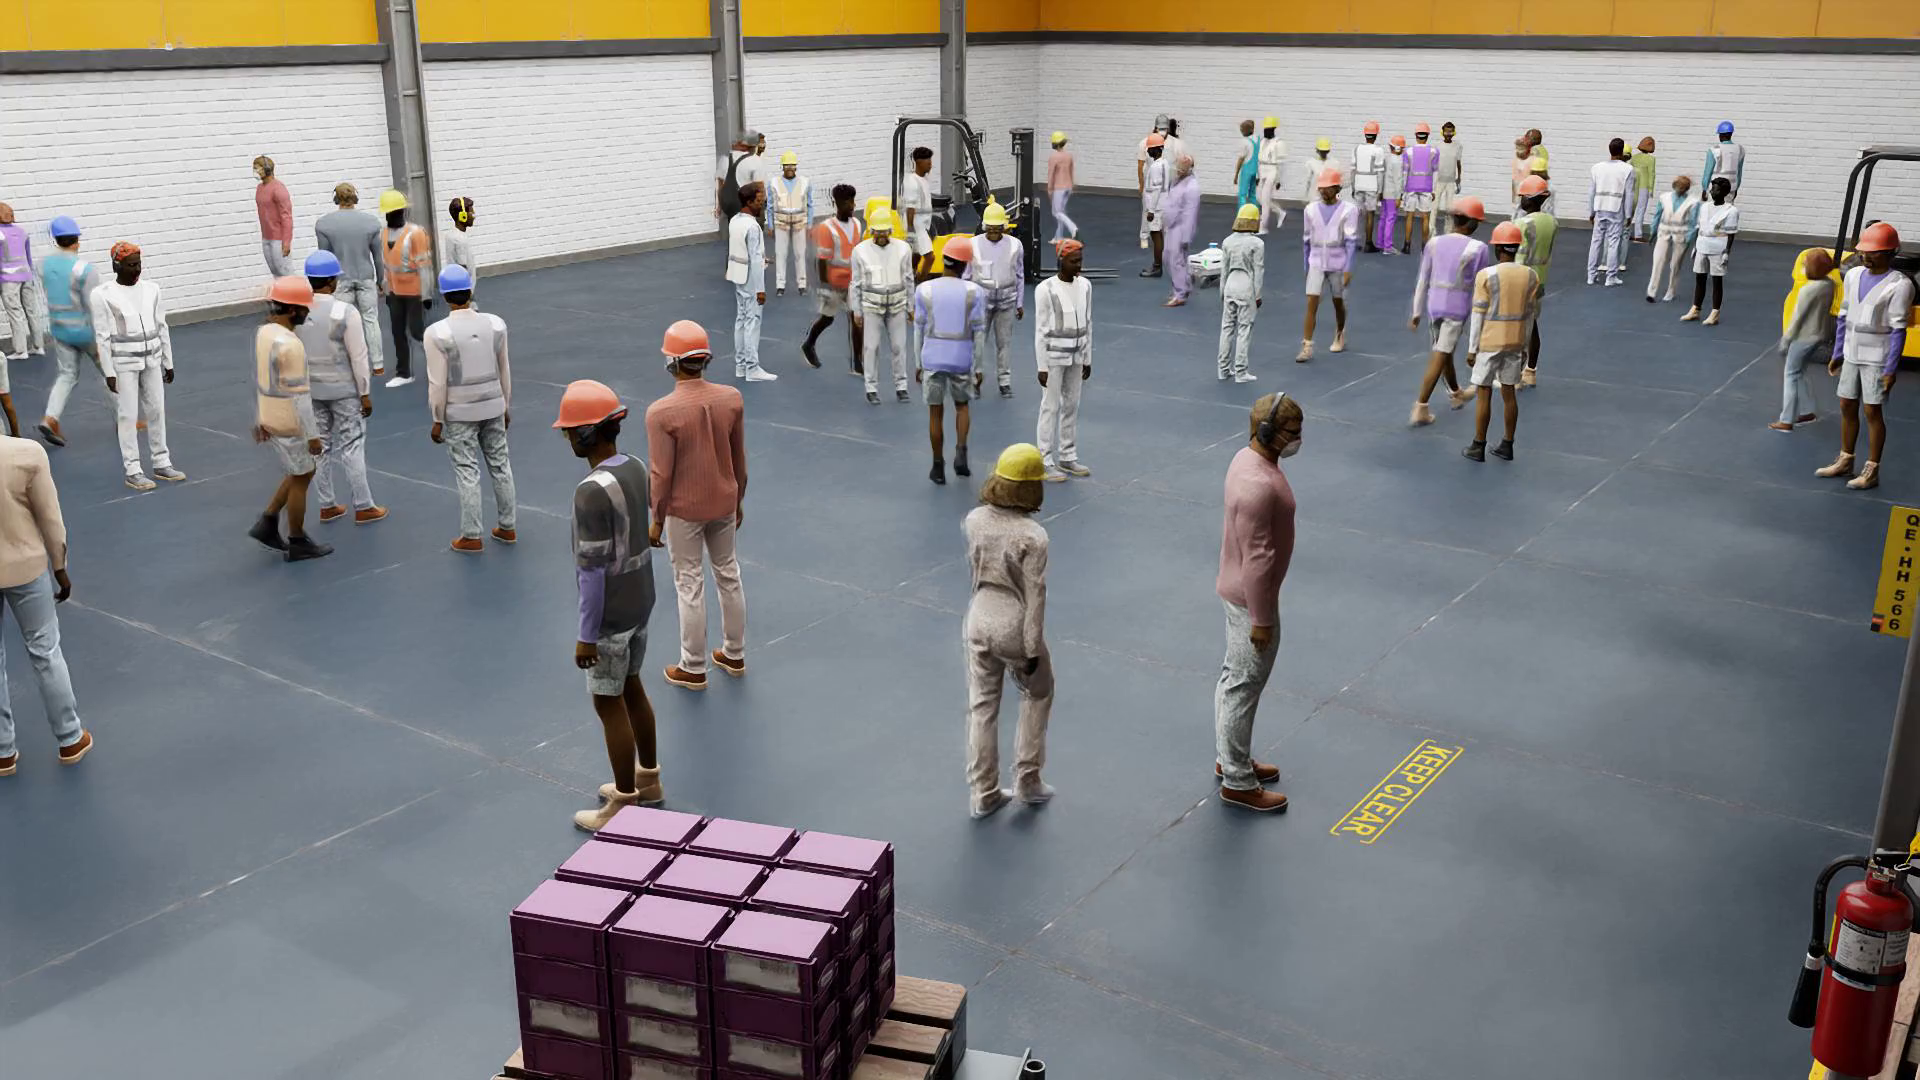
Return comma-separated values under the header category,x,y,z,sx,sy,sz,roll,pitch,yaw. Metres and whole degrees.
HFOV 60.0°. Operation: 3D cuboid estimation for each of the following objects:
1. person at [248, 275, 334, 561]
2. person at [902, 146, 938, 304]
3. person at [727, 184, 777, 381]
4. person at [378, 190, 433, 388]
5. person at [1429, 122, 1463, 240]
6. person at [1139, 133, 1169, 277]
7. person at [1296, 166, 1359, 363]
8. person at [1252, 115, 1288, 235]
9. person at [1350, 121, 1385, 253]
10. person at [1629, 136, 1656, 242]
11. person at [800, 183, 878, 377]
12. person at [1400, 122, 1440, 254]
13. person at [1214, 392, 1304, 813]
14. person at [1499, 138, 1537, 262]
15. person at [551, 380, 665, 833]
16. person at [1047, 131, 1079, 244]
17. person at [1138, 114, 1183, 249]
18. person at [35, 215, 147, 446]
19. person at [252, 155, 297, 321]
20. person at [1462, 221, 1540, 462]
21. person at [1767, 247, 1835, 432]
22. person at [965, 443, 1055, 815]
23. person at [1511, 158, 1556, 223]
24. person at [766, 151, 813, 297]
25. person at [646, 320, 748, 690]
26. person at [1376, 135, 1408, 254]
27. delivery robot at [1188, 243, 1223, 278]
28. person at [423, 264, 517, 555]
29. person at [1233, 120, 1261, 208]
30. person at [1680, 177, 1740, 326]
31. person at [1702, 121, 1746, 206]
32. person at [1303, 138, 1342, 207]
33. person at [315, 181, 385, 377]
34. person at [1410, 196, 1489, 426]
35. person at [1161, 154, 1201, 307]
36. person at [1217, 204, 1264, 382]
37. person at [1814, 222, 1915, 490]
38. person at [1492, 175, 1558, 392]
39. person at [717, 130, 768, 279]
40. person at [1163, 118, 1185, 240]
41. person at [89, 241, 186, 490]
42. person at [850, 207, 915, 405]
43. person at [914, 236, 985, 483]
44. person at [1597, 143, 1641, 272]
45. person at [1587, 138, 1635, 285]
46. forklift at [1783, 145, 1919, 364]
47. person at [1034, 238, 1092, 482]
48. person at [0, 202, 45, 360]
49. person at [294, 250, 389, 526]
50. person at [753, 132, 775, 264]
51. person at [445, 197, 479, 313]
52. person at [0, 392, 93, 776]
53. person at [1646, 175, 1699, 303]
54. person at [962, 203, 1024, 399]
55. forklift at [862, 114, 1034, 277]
category,x,y,z,sx,sy,sz,roll,pitch,yaw
person,-4.378,-0.776,10.912,0.503,1.908,0.561,-13,22,-35
person,-0.431,-3.843,20.421,0.665,1.939,0.630,3,18,11
person,-2.080,-2.527,16.359,0.377,1.917,0.599,-9,20,-27
person,-5.334,-2.457,16.166,0.602,1.905,0.694,11,21,31
person,7.622,-5.618,26.126,0.505,1.864,0.332,1,18,3
person,2.654,-4.558,22.684,0.359,1.936,0.544,5,18,14
person,3.849,-2.895,17.390,0.609,2.000,1.041,9,20,27
person,5.060,-5.922,26.994,0.664,1.909,0.599,-7,19,-20
person,6.128,-5.298,24.991,0.355,1.939,0.552,-16,24,-42
person,10.702,-5.507,26.141,0.266,1.631,0.507,-7,19,-21
person,-1.259,-2.609,16.618,0.954,1.927,0.619,15,23,39
person,6.844,-5.242,24.840,0.545,1.927,0.386,3,18,10
person,1.350,0.274,7.576,0.371,1.933,0.627,2,18,6
person,8.060,-4.837,23.809,0.846,1.779,0.574,-6,19,-19
person,-1.556,0.297,7.355,0.409,2.029,0.612,3,18,8
person,1.613,-5.407,25.642,0.534,1.746,0.642,-17,24,-42
person,3.041,-5.453,25.312,0.684,2.000,0.536,1,18,2
person,-7.422,-1.754,13.956,0.618,1.908,0.909,5,18,14
person,-7.938,-3.482,19.313,0.635,1.937,0.353,17,24,42
person,4.353,-1.595,13.442,0.540,1.929,0.408,-4,18,-13
person,7.258,-1.724,14.331,0.533,1.613,0.353,-12,21,-34
person,0.233,0.401,7.525,0.481,1.716,0.541,13,22,35
person,7.520,-4.157,21.821,0.497,1.697,0.911,13,22,36
person,-2.153,-4.009,21.131,0.606,1.831,0.403,-3,18,-9
person,-1.407,-0.182,8.898,0.609,1.996,0.379,-16,24,-41
person,6.488,-5.168,24.912,0.367,1.743,0.572,-3,18,-10
delivery robot,3.352,-3.690,22.049,0.707,0.478,0.477,-15,23,-39
person,-3.268,-0.862,11.110,0.402,1.944,0.605,16,24,41
person,4.835,-6.088,27.700,0.574,1.797,0.504,-12,21,-33
person,8.718,-3.347,19.280,0.320,1.697,0.531,-9,20,-25
person,11.414,-5.287,24.964,0.605,1.939,0.417,-2,18,-7
person,5.421,-5.150,24.912,0.536,1.709,0.969,-1,18,-4
person,-5.991,-2.559,16.450,0.623,1.932,0.368,-9,20,-25
person,4.386,-2.026,14.682,1.076,1.978,0.609,-12,22,-34
person,2.696,-3.782,20.385,0.428,1.866,0.727,-3,18,-11
person,2.777,-2.429,16.367,0.376,1.729,0.483,-16,24,-40
person,6.875,-1.392,12.644,0.449,2.030,0.622,-4,18,-13
person,5.394,-2.447,15.907,0.615,2.042,0.375,-14,23,-38
person,-2.929,-4.579,22.580,0.709,2.000,0.996,14,23,38
person,3.269,-5.530,25.729,0.533,1.931,0.687,6,19,17
person,-6.271,-1.333,12.695,0.361,1.879,0.583,10,20,28
person,-0.711,-2.157,15.369,0.602,1.817,0.403,-5,18,-14
person,-0.085,-1.371,12.769,0.536,1.905,0.404,-1,18,-3
person,9.161,-4.622,23.157,0.523,1.769,0.315,0,18,0
person,8.609,-4.346,22.044,0.593,1.922,0.391,16,24,41
forklift,9.803,-2.879,17.013,2.313,2.155,1.214,12,21,33
person,0.804,-1.390,12.878,0.570,1.878,0.350,-15,23,-38
person,-9.876,-2.702,17.374,0.311,1.631,0.505,5,18,15
person,-4.419,-1.061,11.722,0.605,1.948,0.404,4,18,13
person,-2.858,-4.852,23.709,0.329,1.872,0.510,5,18,14
person,-4.692,-2.307,15.776,0.317,1.859,0.515,-7,19,-21
person,-4.551,0.147,7.877,0.613,1.991,0.392,-7,19,-21
person,8.796,-3.720,20.618,0.569,1.581,0.873,12,21,32
person,0.311,-2.230,15.574,0.600,1.827,0.404,-2,18,-7
forklift,-0.171,-4.594,22.377,2.313,2.155,1.214,1,18,3
